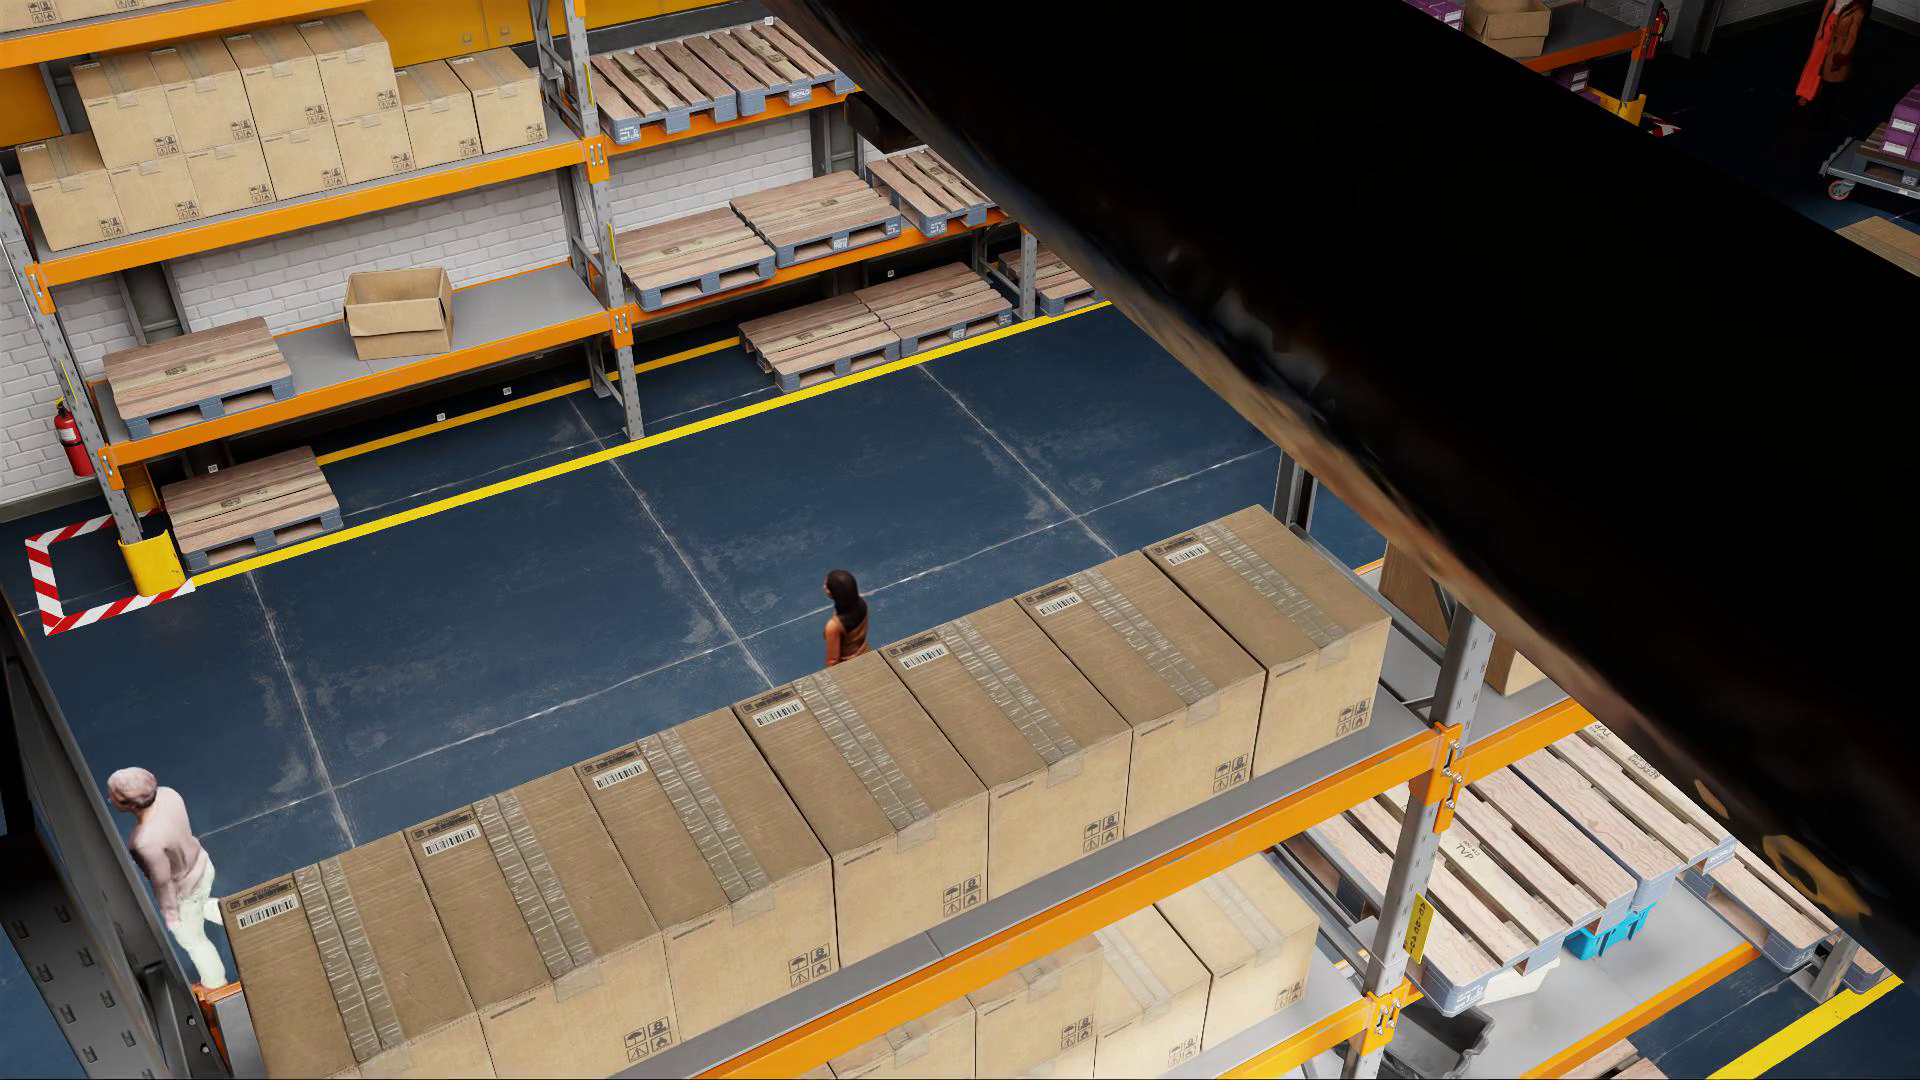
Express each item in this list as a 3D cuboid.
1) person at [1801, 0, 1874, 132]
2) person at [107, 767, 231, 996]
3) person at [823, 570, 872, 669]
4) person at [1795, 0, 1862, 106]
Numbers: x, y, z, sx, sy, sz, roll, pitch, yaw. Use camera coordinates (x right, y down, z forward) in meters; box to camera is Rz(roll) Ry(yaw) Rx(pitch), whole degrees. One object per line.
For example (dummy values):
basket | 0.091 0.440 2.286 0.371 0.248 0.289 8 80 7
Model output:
person | 9.963 -5.493 18.844 0.822 1.719 0.776 7 39 9
person | -4.306 1.936 9.429 1.043 1.859 0.895 -5 39 -6
person | -0.724 0.862 10.915 0.701 1.683 0.607 18 42 21
person | 10.209 -5.931 19.325 0.709 1.802 0.792 5 39 6
